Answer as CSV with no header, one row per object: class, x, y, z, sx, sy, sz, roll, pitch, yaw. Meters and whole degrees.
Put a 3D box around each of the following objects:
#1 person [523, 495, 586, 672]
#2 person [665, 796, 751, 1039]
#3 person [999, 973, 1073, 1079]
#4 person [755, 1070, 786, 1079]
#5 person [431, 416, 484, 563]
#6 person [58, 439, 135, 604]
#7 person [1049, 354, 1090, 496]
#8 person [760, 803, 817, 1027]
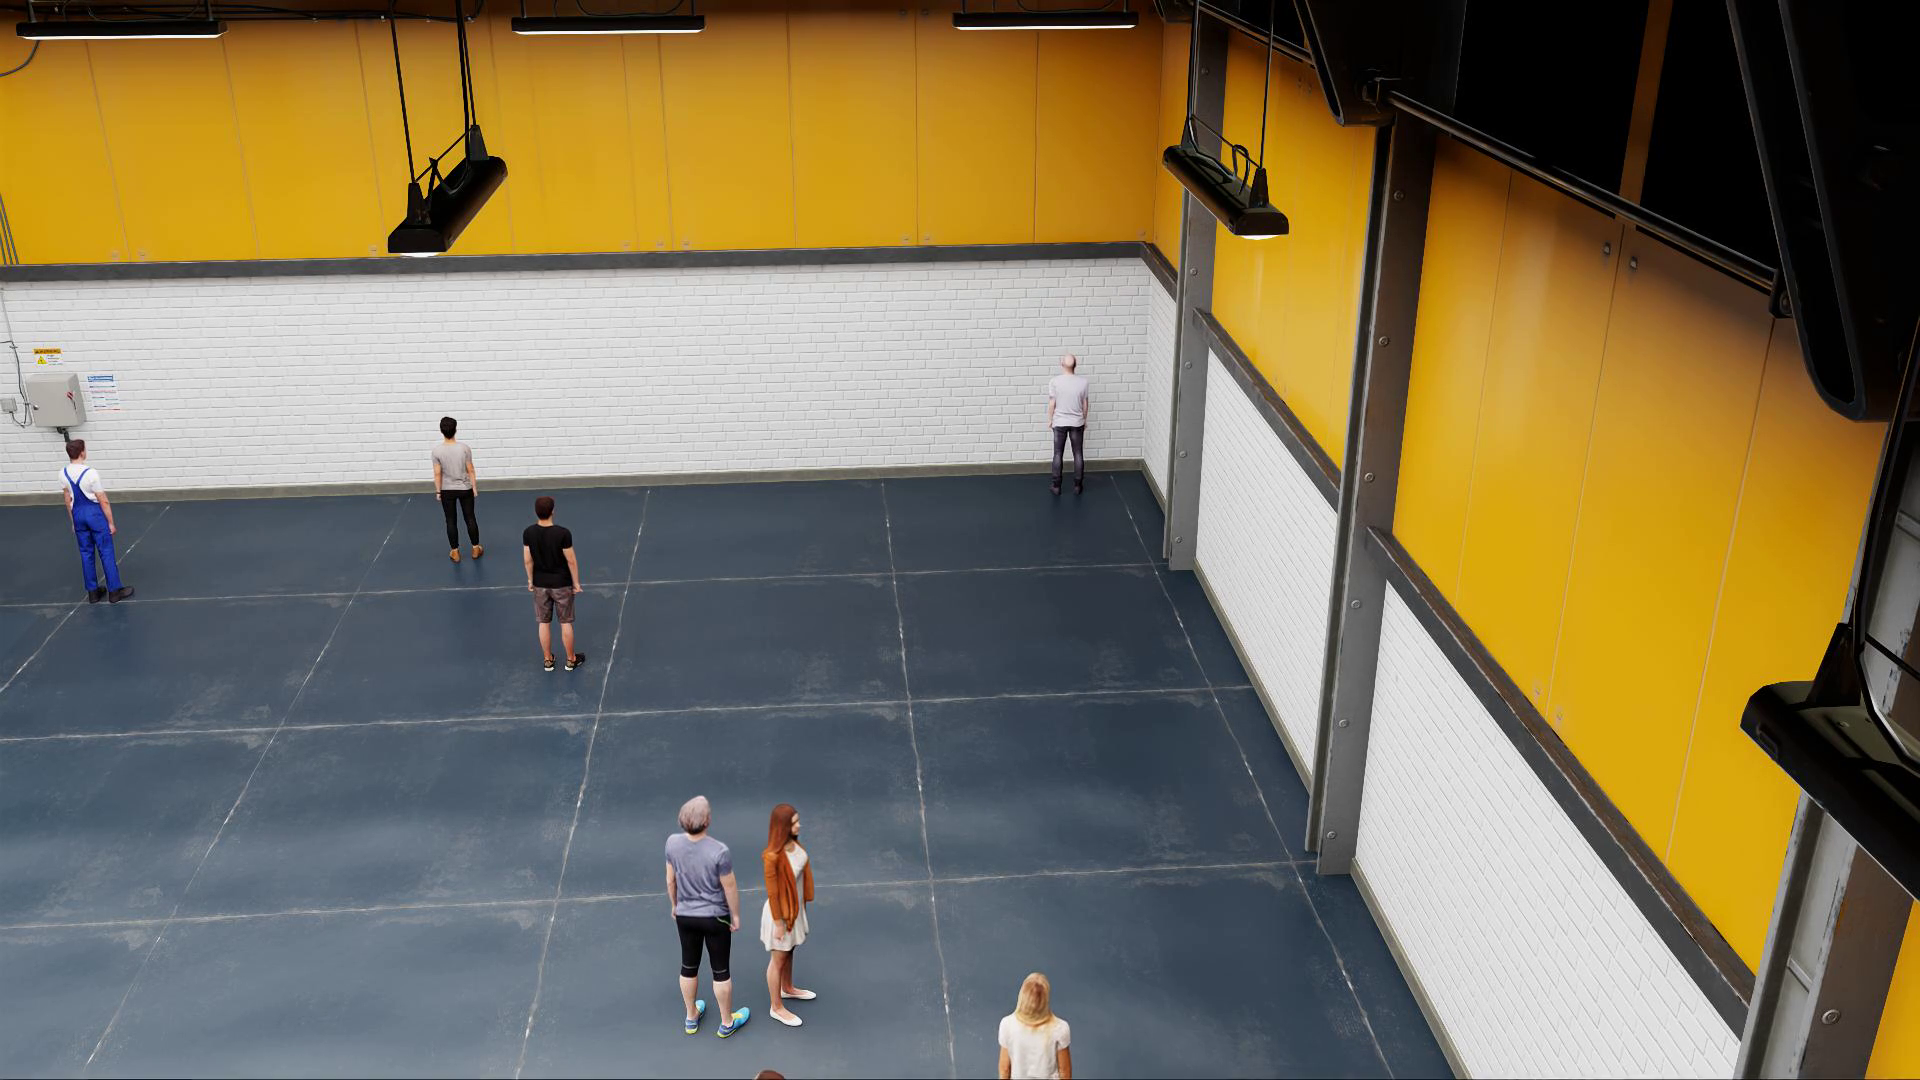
person,-4.077,0.426,16.579,0.707,1.861,0.599,1,24,2
person,-1.784,2.610,11.551,0.741,1.887,0.696,7,24,15
person,0.449,3.350,9.957,0.643,1.808,0.570,3,24,6
person,-1.059,3.679,9.620,0.692,1.474,0.596,13,27,27
person,-5.787,-0.594,19.087,0.653,1.722,0.595,-7,25,-16
person,-9.448,-0.212,18.055,0.663,1.849,0.611,2,24,4
person,1.362,-1.463,20.936,0.653,1.832,0.579,-1,24,-3
person,-1.246,2.608,11.762,0.743,1.723,0.620,7,24,15
